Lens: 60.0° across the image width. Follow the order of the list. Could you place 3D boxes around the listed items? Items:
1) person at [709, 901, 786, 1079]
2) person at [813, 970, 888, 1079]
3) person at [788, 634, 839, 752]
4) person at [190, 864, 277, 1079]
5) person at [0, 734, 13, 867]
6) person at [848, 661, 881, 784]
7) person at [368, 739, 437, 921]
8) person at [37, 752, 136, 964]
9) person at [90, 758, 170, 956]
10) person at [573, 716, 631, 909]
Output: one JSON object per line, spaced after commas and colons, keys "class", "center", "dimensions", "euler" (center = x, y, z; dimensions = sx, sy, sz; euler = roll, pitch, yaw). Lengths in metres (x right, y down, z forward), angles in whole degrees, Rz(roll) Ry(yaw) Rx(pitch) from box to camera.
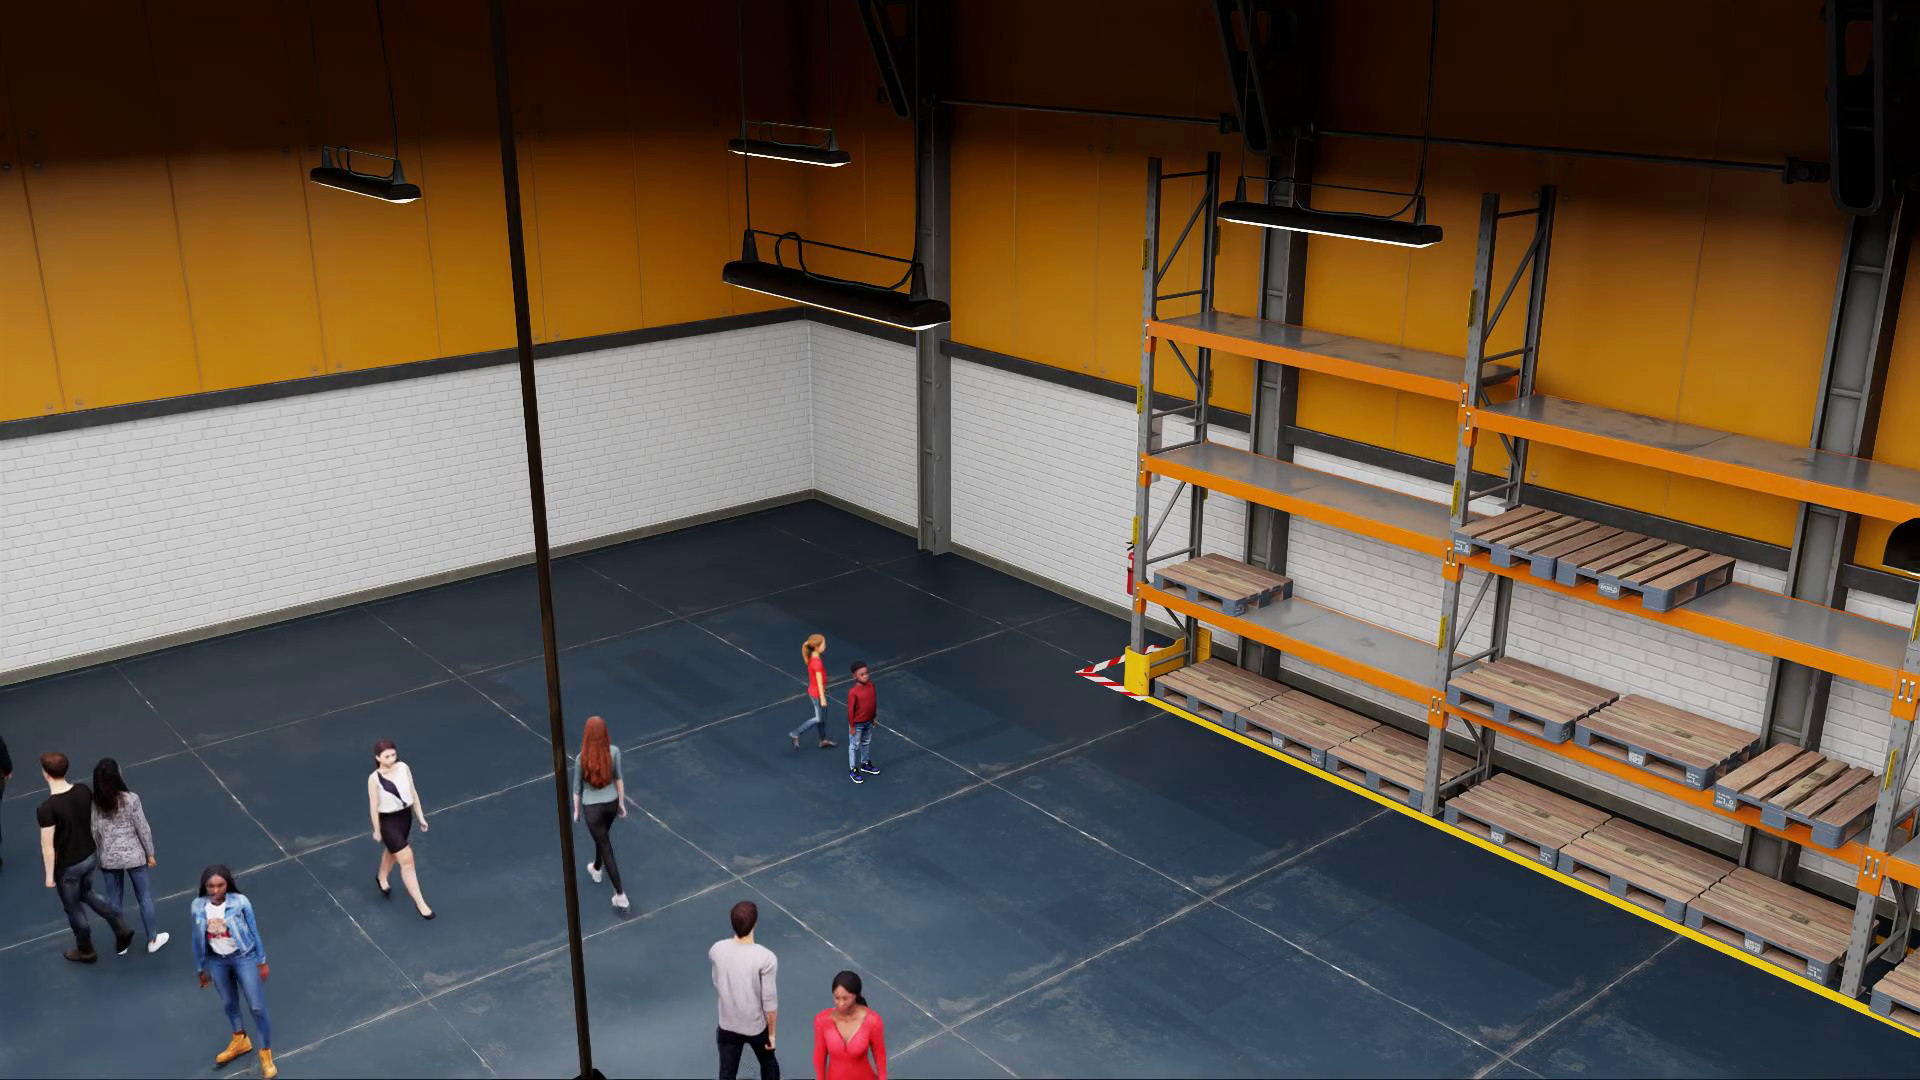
{"class": "person", "center": [-1.525, 3.382, 11.410], "dimensions": [1.170, 1.796, 1.174], "euler": [4, 19, 11]}
{"class": "person", "center": [-0.698, 3.557, 10.947], "dimensions": [1.010, 1.760, 1.063], "euler": [2, 19, 6]}
{"class": "person", "center": [-1.551, 1.619, 17.427], "dimensions": [0.759, 1.298, 0.769], "euler": [-3, 19, -9]}
{"class": "person", "center": [-5.381, 3.131, 12.304], "dimensions": [0.861, 1.701, 0.910], "euler": [2, 19, 5]}
{"class": "person", "center": [-8.854, 2.201, 15.029], "dimensions": [0.859, 1.724, 1.166], "euler": [-7, 20, -21]}
{"class": "person", "center": [-1.003, 1.816, 16.906], "dimensions": [0.515, 1.256, 0.530], "euler": [16, 24, 39]}
{"class": "person", "center": [-4.934, 2.468, 14.430], "dimensions": [1.134, 1.601, 0.770], "euler": [12, 22, 32]}
{"class": "person", "center": [-7.132, 2.619, 13.545], "dimensions": [1.058, 1.879, 0.954], "euler": [6, 19, 17]}
{"class": "person", "center": [-6.949, 2.614, 13.791], "dimensions": [0.698, 1.732, 0.708], "euler": [-2, 19, -7]}
{"class": "person", "center": [-3.103, 2.400, 14.477], "dimensions": [0.693, 1.700, 1.166], "euler": [-11, 22, -30]}
